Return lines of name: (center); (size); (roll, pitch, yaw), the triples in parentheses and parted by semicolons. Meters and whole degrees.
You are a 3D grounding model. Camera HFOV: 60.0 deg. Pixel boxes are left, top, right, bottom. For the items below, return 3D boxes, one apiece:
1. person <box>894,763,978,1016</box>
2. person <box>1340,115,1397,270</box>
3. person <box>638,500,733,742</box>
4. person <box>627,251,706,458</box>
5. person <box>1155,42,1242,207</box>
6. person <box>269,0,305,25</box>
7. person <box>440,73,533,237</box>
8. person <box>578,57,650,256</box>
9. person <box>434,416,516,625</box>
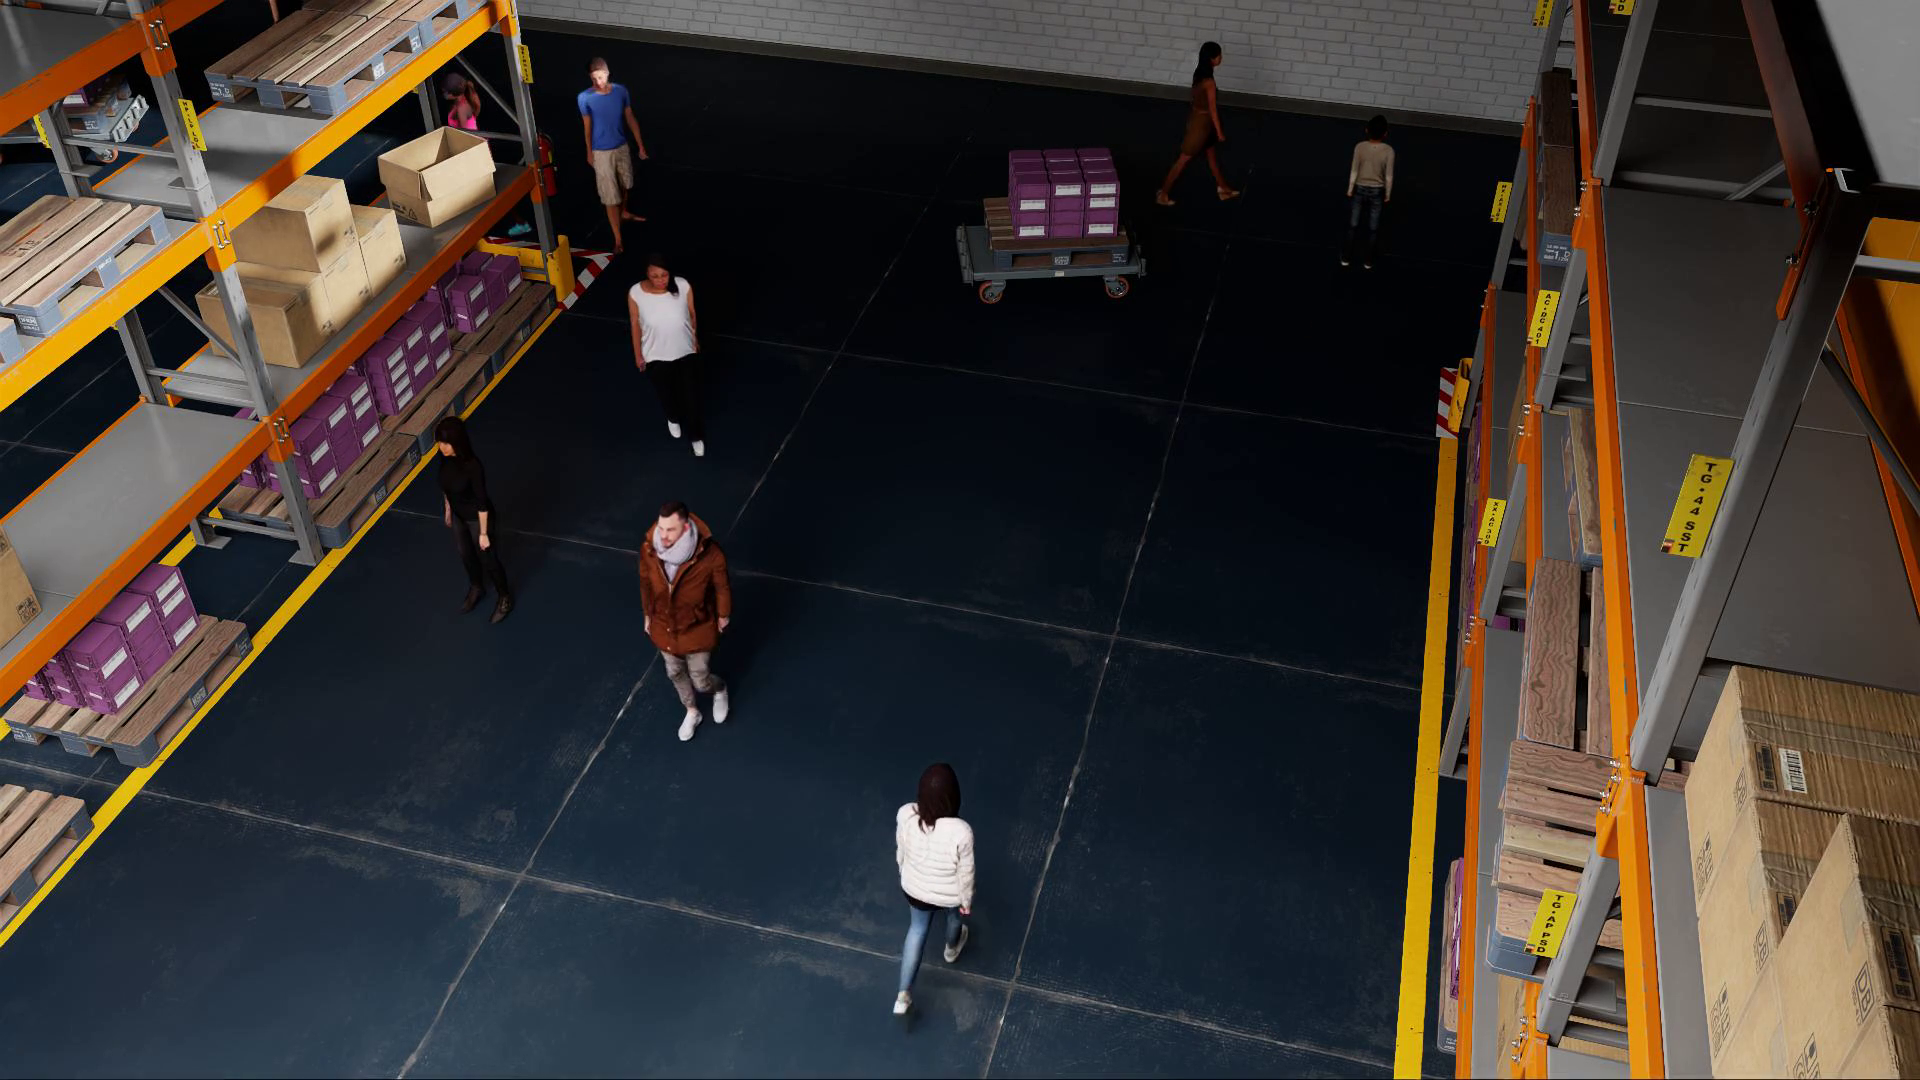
person: (-0.158, 1.861, 8.752); (0.689, 1.611, 1.052); (13, 40, 16)
person: (3.726, -3.174, 15.174); (0.564, 1.465, 0.520); (13, 40, 15)
person: (-1.688, 0.461, 10.333); (0.679, 1.826, 0.706); (9, 39, 11)
person: (-2.264, -1.523, 12.945); (0.900, 1.667, 1.019); (-8, 39, -10)
person: (2.224, -3.926, 15.977); (0.876, 1.638, 1.090); (-3, 39, -3)
person: (-7.275, -5.559, 18.106); (0.873, 1.532, 0.972); (28, 46, 31)
person: (-4.415, -3.523, 15.438); (0.946, 1.680, 1.087); (-2, 39, -3)
person: (-3.281, -3.661, 15.507); (1.215, 1.810, 1.245); (-27, 46, -30)
person: (-3.285, -0.174, 11.279); (0.653, 1.637, 0.621); (23, 44, 26)
